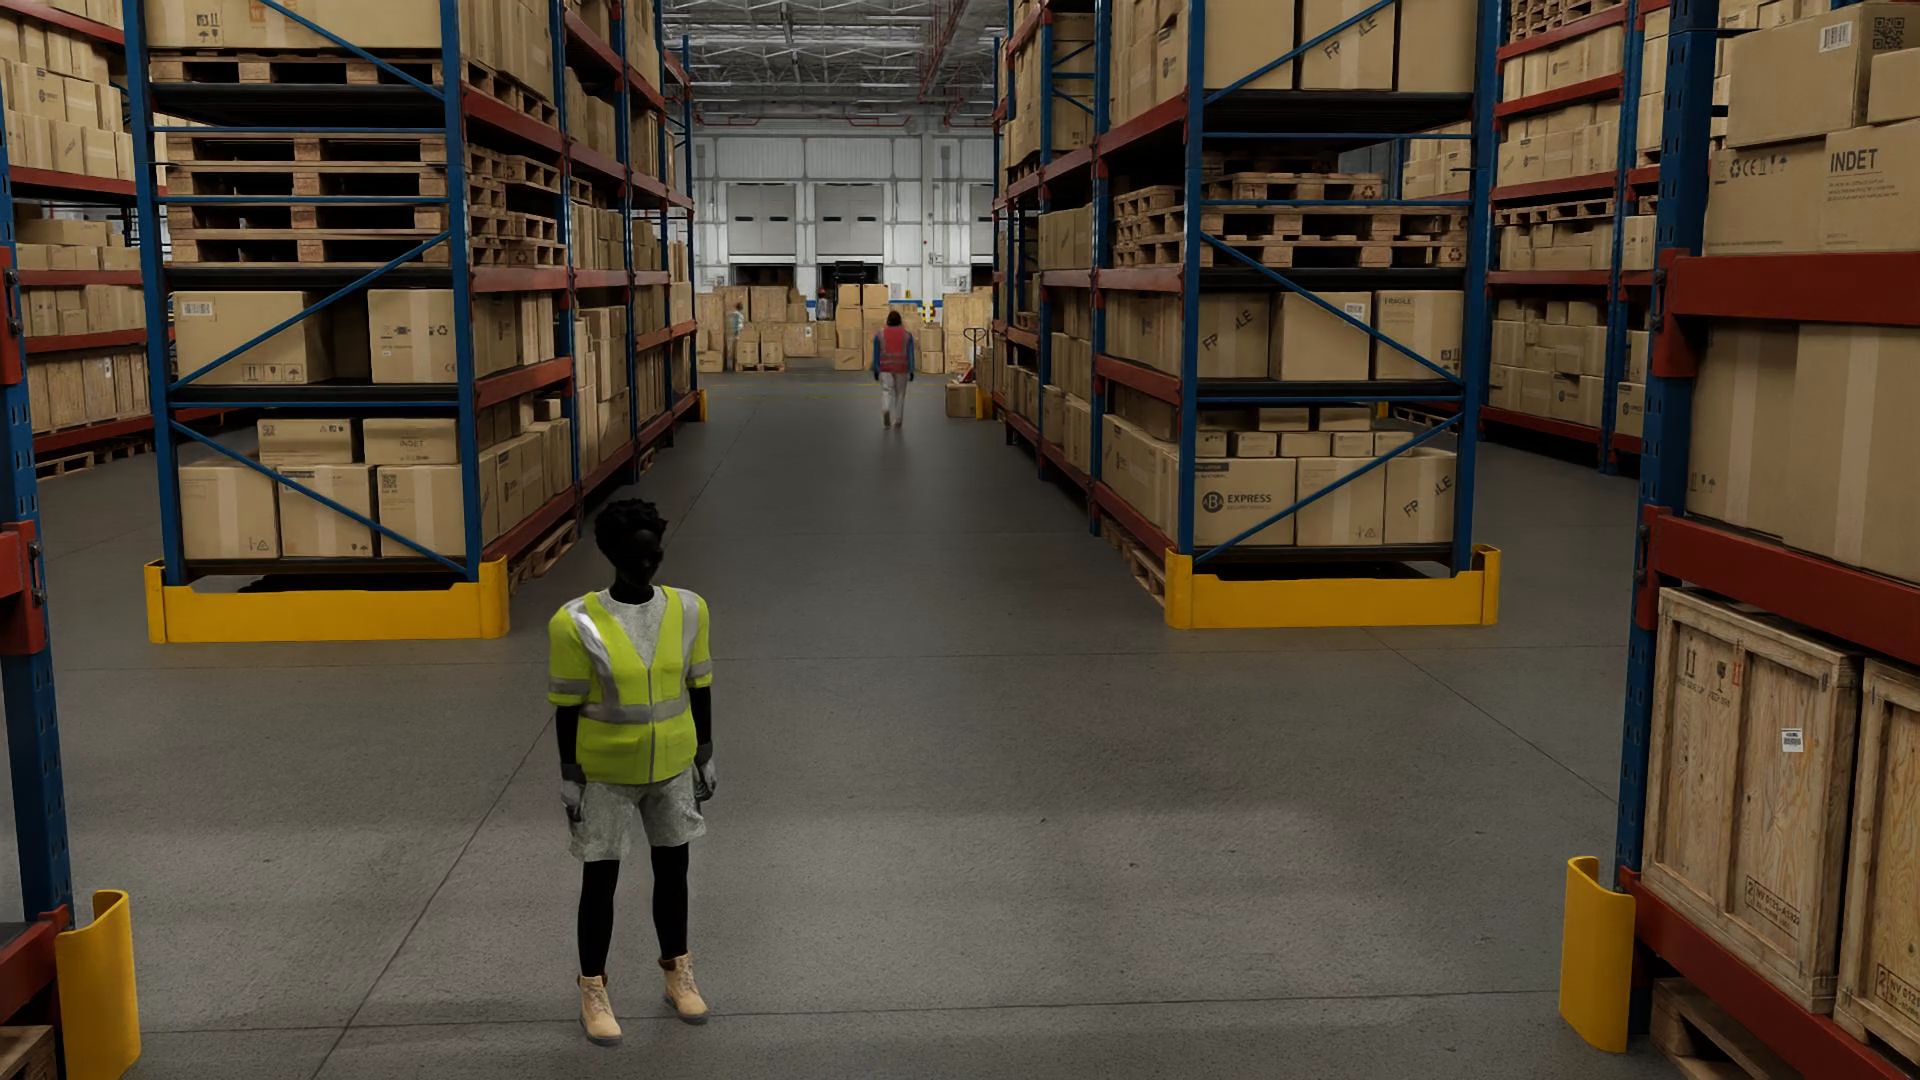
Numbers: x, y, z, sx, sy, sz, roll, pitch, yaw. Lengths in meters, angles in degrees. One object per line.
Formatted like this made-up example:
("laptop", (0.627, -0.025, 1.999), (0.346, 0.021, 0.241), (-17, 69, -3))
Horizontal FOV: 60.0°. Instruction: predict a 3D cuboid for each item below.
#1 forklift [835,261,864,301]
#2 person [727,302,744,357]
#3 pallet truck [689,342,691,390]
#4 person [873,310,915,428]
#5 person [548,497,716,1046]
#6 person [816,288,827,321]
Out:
("forklift", (-3.584, -7.683, 54.074), (1.129, 2.768, 1.873), (-1, 9, -4))
("person", (-6.228, -5.835, 46.387), (0.594, 1.627, 0.513), (0, 9, 0))
("pallet truck", (-5.225, -3.008, 27.480), (1.885, 1.965, 0.823), (2, 9, 14))
("person", (-1.008, -2.618, 25.565), (0.643, 1.827, 0.563), (0, 9, -1))
("person", (-1.004, 0.703, 5.146), (0.536, 1.691, 0.319), (-6, 11, -32))
("person", (-4.695, -7.677, 57.062), (0.715, 1.916, 0.560), (2, 9, 13))
